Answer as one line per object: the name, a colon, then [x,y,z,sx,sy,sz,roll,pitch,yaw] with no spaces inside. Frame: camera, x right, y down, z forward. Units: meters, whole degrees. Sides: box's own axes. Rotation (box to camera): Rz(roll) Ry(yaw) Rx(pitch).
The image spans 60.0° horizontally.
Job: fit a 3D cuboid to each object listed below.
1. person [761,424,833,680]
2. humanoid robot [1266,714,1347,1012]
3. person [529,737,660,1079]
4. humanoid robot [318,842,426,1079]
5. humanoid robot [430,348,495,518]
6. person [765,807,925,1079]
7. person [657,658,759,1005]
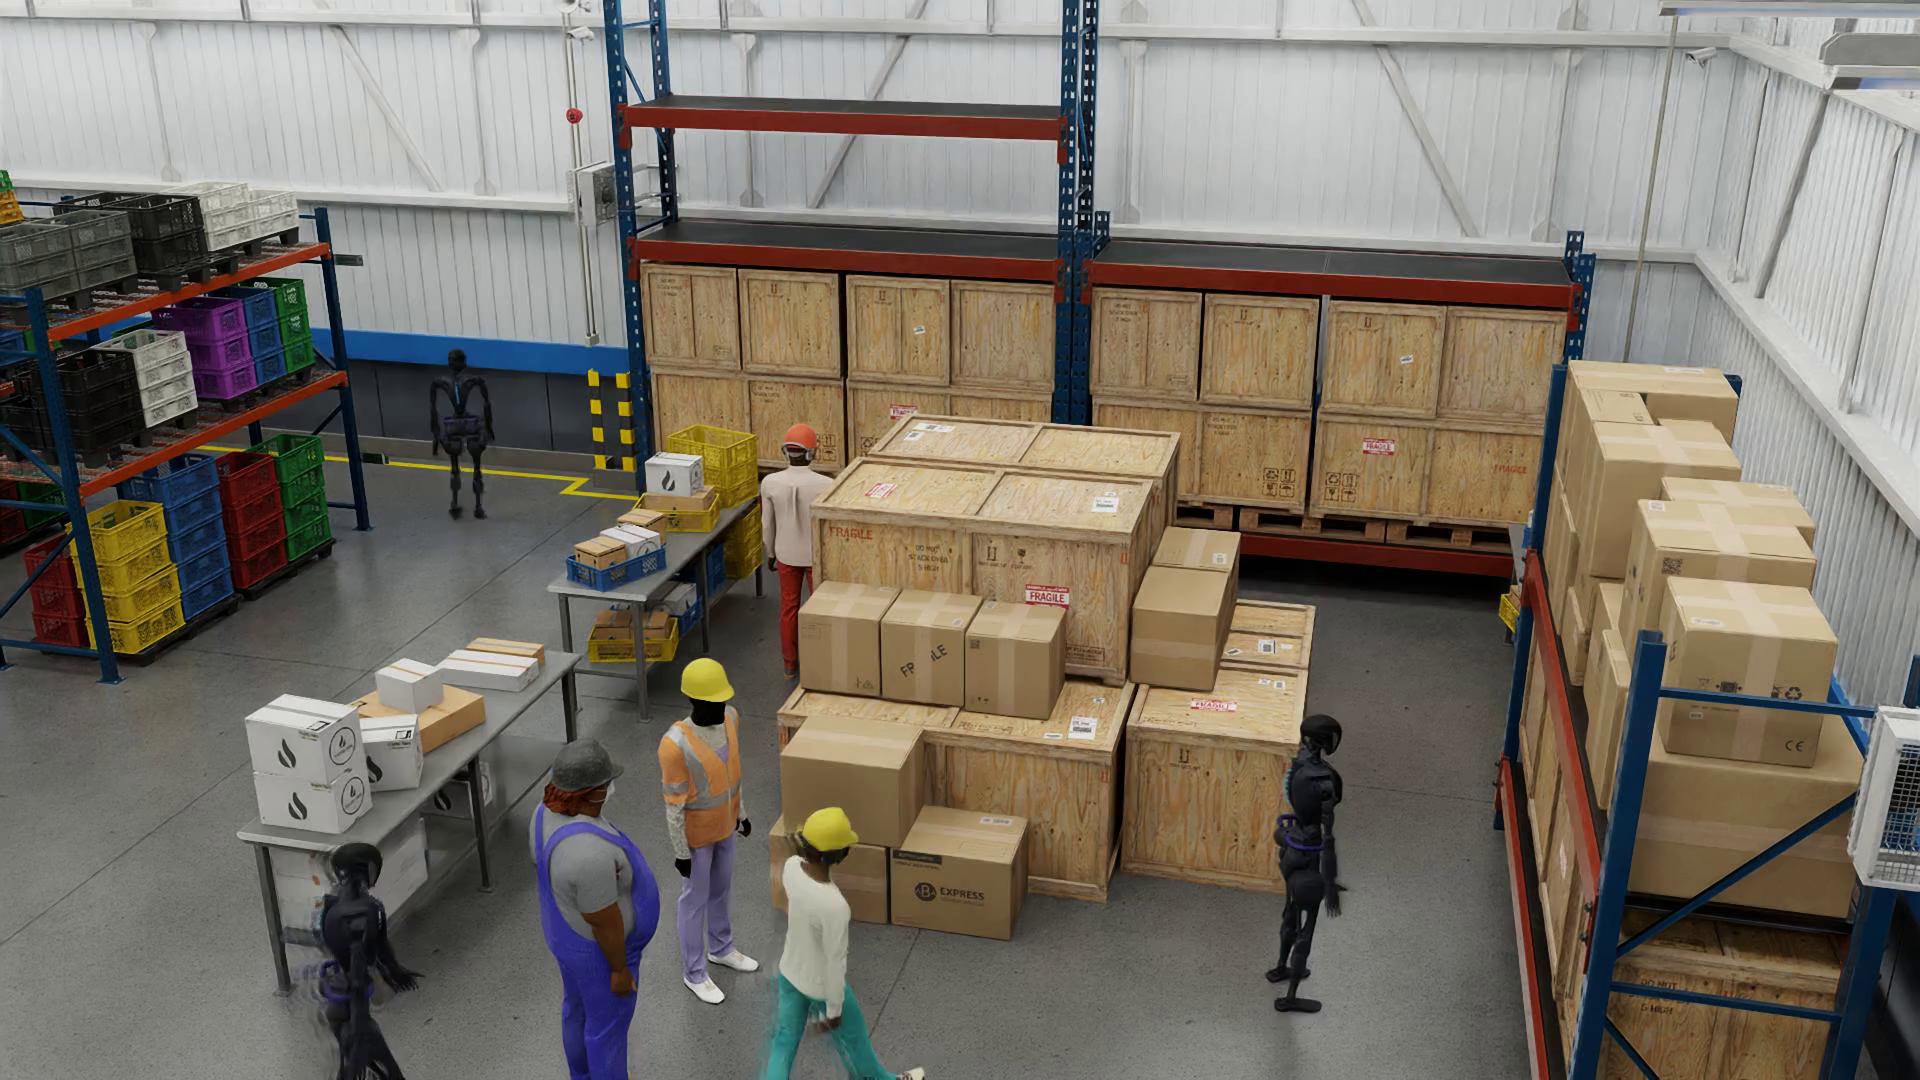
person: [-1.156,0.105,12.369,0.610,1.985,0.390,4,21,9]
humanoid robot: [1.825,1.667,8.703,0.319,1.654,0.564,-1,21,-3]
person: [-1.665,1.832,7.773,0.536,2.000,0.674,-14,25,-32]
humanoid robot: [-2.692,2.118,7.578,0.712,1.630,0.562,-11,23,-26]
humanoid robot: [-4.706,-1.027,15.752,0.567,1.642,0.469,-3,21,-8]
person: [-0.594,1.999,7.769,0.884,1.722,0.538,-16,26,-36]
person: [-1.316,1.505,8.786,0.367,1.928,0.585,11,24,27]
